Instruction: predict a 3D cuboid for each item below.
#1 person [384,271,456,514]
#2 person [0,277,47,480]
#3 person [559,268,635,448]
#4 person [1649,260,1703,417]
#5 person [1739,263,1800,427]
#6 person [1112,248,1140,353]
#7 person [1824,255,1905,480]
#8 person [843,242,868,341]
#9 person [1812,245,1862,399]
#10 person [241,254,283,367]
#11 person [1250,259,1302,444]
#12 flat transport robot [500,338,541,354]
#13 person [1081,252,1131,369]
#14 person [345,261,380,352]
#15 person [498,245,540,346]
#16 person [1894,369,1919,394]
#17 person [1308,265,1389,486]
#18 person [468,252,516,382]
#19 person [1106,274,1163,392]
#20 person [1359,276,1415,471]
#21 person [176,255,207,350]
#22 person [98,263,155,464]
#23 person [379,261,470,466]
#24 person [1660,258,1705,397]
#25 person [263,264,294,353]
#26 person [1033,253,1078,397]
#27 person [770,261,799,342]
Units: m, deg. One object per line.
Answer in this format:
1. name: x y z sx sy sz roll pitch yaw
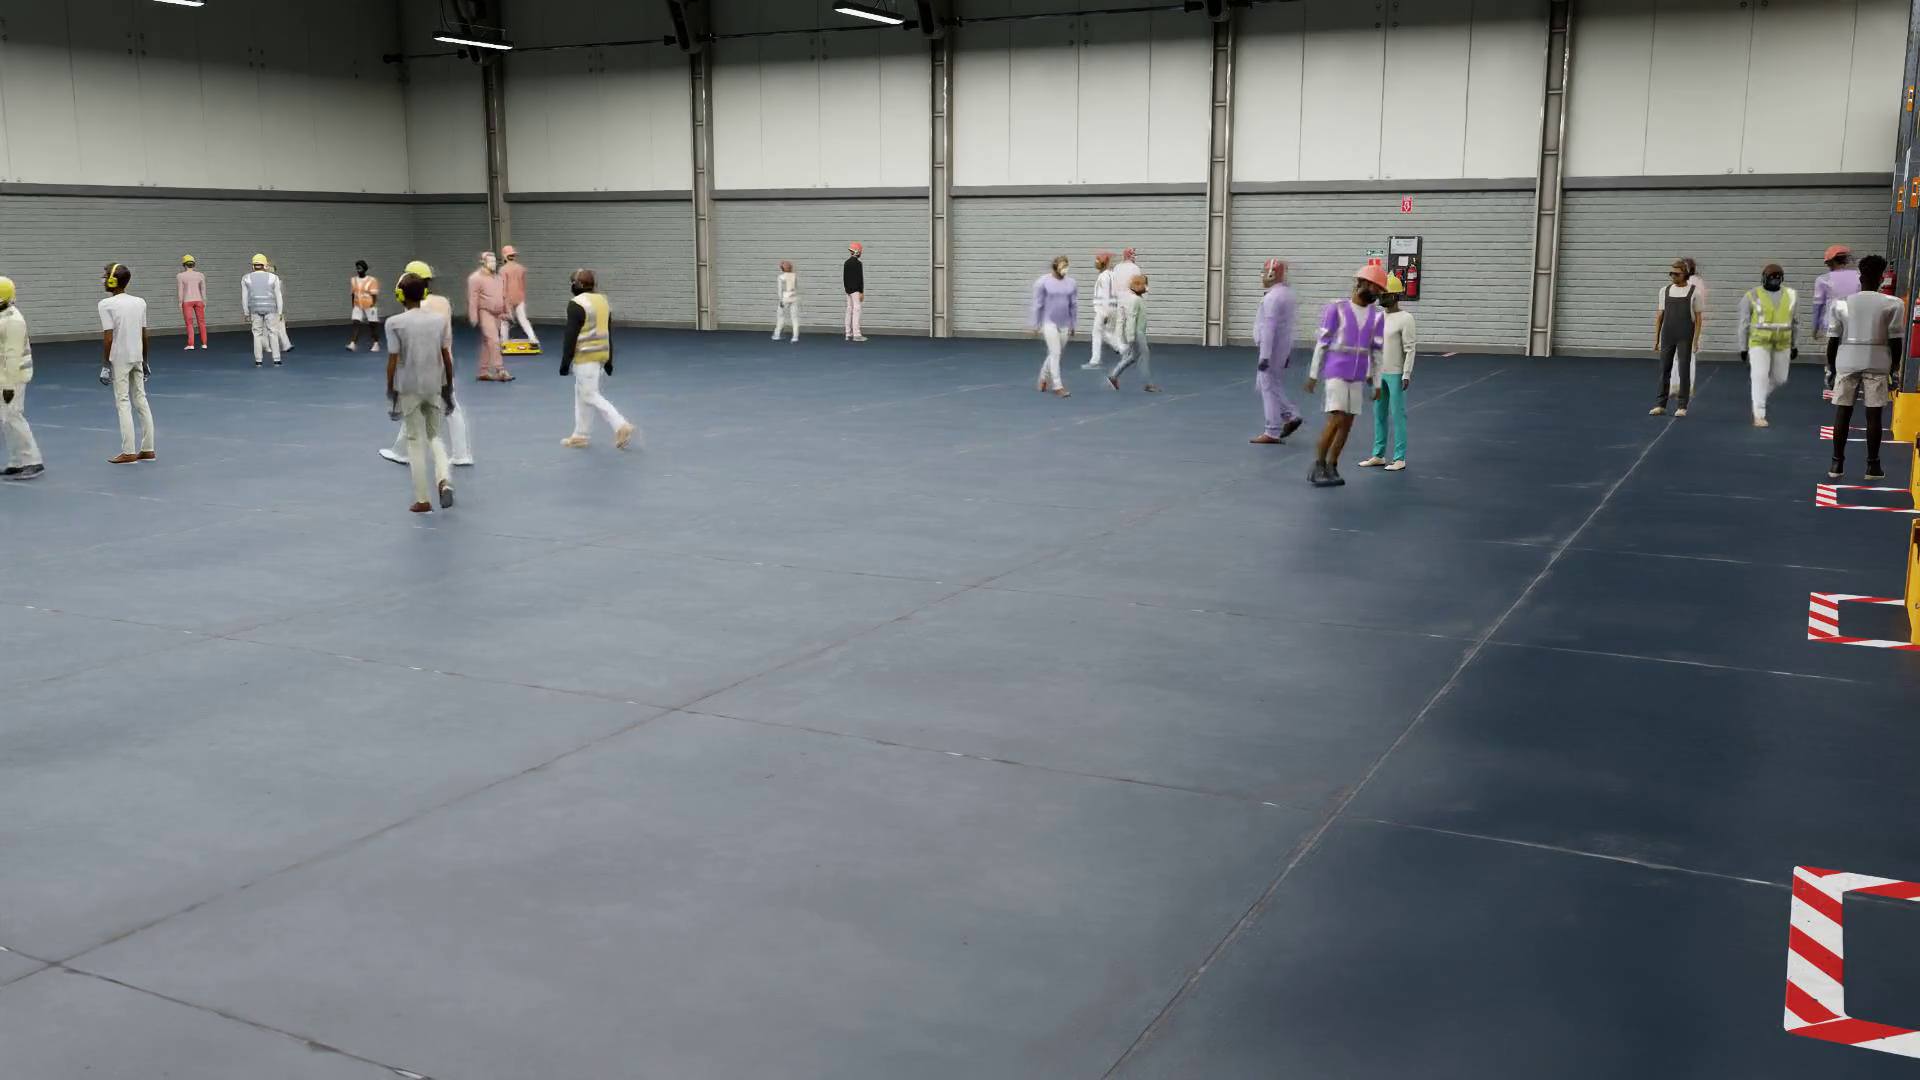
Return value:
1. person: -4.123 -1.115 12.702 0.543 1.860 0.412 -9 14 -40
2. person: -8.345 -1.412 14.581 0.418 1.779 0.656 -8 13 -37
3. person: -3.650 -1.809 16.641 0.835 1.811 0.623 3 11 14
4. person: 8.434 -2.363 19.565 0.509 1.838 0.337 9 14 42
5. person: 9.070 -2.197 18.706 0.636 1.820 0.632 1 10 4
6. person: 3.037 -4.297 29.929 0.401 1.907 0.646 -8 13 -38
7. person: 7.915 -1.508 14.577 0.602 1.958 0.381 7 13 35
8. person: -2.127 -5.043 33.755 0.395 1.993 0.614 -7 12 -33
9. person: 11.330 -2.796 21.511 0.643 1.991 0.908 1 10 5
10. person: -11.301 -3.717 26.974 0.598 1.828 0.403 -3 11 -17
11. person: 3.197 -1.918 17.006 0.442 1.893 0.646 4 11 20
12. flat transport robot: -8.011 -3.518 30.143 0.652 0.197 1.431 -4 11 -19
13. person: 2.338 -3.649 26.516 0.717 1.866 0.585 2 11 10
14. person: -10.882 -4.239 30.284 0.555 1.654 0.845 2 11 9
15. person: -8.068 -4.366 30.192 0.989 1.959 0.637 7 12 33
16. person: 12.055 -2.495 20.567 0.726 1.744 0.531 10 14 43
17. person: 3.298 -1.387 14.130 0.622 1.879 0.483 -4 11 -19
18. person: -6.743 -3.236 24.221 0.882 1.870 0.670 4 11 21
19. person: 2.379 -2.816 22.677 0.756 1.603 0.507 3 11 16
20. person: 3.892 -1.515 15.143 0.326 1.767 0.533 -6 12 -29
21. person: -14.325 -4.425 31.011 0.310 1.768 0.533 9 14 40
22. person: -7.829 -1.650 15.582 0.326 1.877 0.518 4 11 21
23. person: -4.969 -1.617 15.393 0.953 1.882 0.613 5 11 25
24. person: 9.515 -2.792 21.941 0.518 1.825 0.660 10 14 44
25. person: -12.419 -4.180 30.104 0.822 1.595 0.542 9 14 41
26. person: 1.240 -2.890 22.306 0.643 1.903 0.913 -5 12 -27
27. person: -3.500 -4.777 33.369 0.513 1.602 0.821 -8 13 -38
